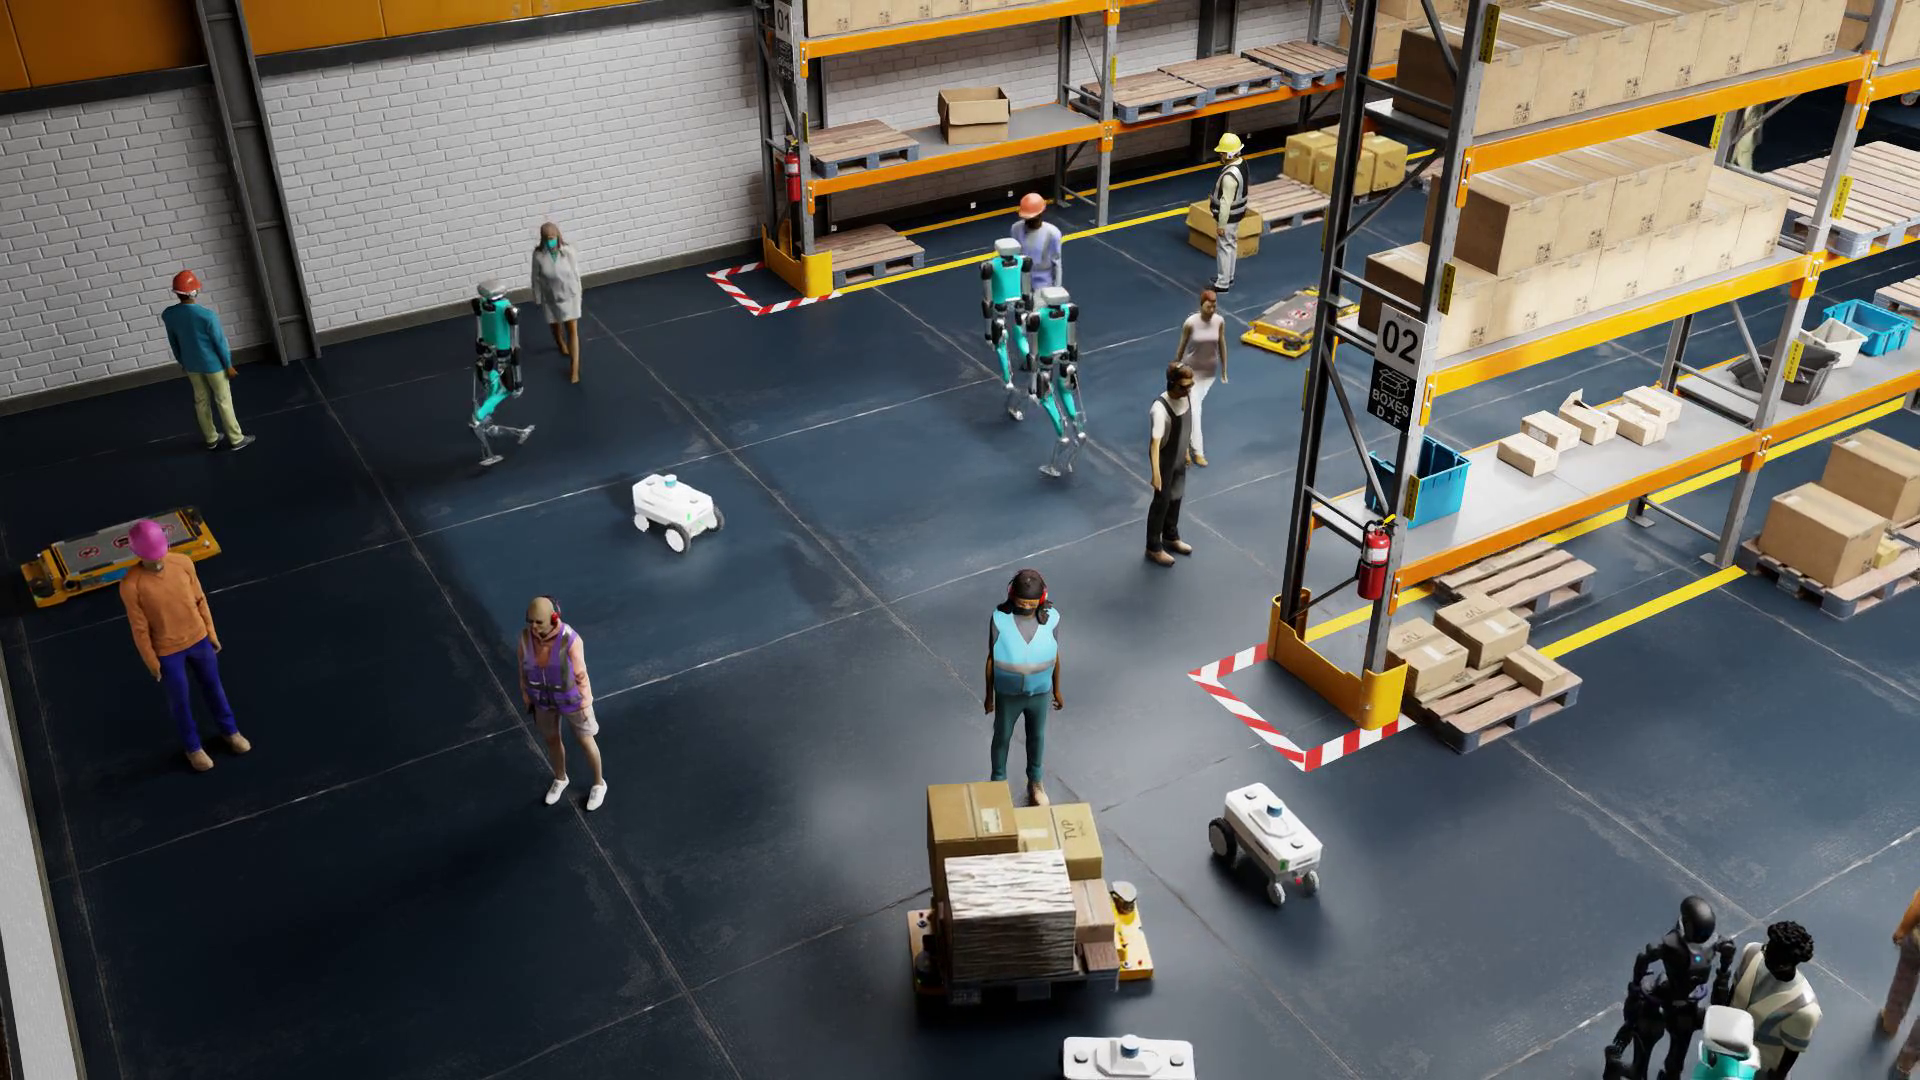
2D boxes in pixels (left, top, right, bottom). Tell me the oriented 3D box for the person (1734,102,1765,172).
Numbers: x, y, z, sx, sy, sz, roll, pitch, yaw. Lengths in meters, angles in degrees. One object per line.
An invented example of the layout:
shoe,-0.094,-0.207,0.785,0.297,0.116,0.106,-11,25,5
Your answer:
person,9.531,-4.933,20.504,0.955,1.806,0.572,13,34,20

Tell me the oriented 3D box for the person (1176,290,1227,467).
person,2.211,-1.574,15.331,0.461,1.605,0.890,-9,33,-13

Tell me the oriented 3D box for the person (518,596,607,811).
person,-2.659,1.073,11.041,0.486,1.684,0.355,6,33,10

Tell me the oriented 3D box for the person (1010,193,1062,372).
person,0.707,-2.542,16.593,0.562,1.906,0.532,17,36,25

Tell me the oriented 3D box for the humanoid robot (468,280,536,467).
humanoid robot,-4.256,-1.428,14.977,0.542,1.727,1.009,19,37,27

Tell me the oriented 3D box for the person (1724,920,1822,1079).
person,4.102,2.609,8.581,0.320,1.693,0.532,-8,33,-13

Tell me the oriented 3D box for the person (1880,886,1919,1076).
person,5.490,2.175,9.209,0.517,1.753,0.648,21,38,30

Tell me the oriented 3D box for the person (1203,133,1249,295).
person,2.947,-3.598,18.366,0.403,1.821,0.596,12,34,18

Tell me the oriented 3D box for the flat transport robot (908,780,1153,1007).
flat transport robot,0.417,2.440,10.192,1.431,0.231,0.659,-3,32,-5

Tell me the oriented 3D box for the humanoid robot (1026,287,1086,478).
humanoid robot,0.927,-1.329,14.826,0.550,1.798,0.674,-19,37,-28

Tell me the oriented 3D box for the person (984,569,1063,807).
person,0.416,0.991,10.996,0.528,1.871,0.390,-5,32,-7

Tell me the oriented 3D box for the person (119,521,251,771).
person,-5.336,0.706,11.361,0.405,1.973,0.515,25,40,34

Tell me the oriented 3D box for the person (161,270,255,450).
person,-6.945,-1.651,15.317,0.560,1.752,0.325,6,33,10

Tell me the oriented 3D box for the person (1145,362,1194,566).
person,1.728,-0.637,13.632,0.367,1.834,0.514,22,38,31

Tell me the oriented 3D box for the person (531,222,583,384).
person,-4.050,-2.471,16.752,0.490,1.623,0.826,-6,33,-10

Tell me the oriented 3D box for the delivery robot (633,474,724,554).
delivery robot,-2.459,-0.283,14.257,0.765,0.586,0.499,21,38,30

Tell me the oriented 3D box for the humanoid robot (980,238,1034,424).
humanoid robot,0.547,-1.875,15.788,0.543,1.871,0.793,-14,35,-22

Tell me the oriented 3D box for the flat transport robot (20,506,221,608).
flat transport robot,-7.008,0.127,13.882,1.431,0.231,0.659,-21,38,-29

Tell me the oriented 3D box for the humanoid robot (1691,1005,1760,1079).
humanoid robot,3.281,2.906,8.116,0.905,1.825,0.541,10,34,16

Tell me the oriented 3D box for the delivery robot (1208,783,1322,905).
delivery robot,2.006,1.918,10.746,0.499,0.584,0.783,-14,35,-21

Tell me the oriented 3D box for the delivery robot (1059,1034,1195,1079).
delivery robot,0.905,2.948,9.107,0.784,0.589,0.499,1,32,2

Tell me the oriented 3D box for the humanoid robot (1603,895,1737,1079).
humanoid robot,3.764,2.454,8.845,0.613,1.647,0.456,-3,32,-5

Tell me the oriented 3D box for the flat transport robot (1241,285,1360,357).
flat transport robot,3.669,-2.353,17.836,0.659,0.231,1.431,23,39,32
